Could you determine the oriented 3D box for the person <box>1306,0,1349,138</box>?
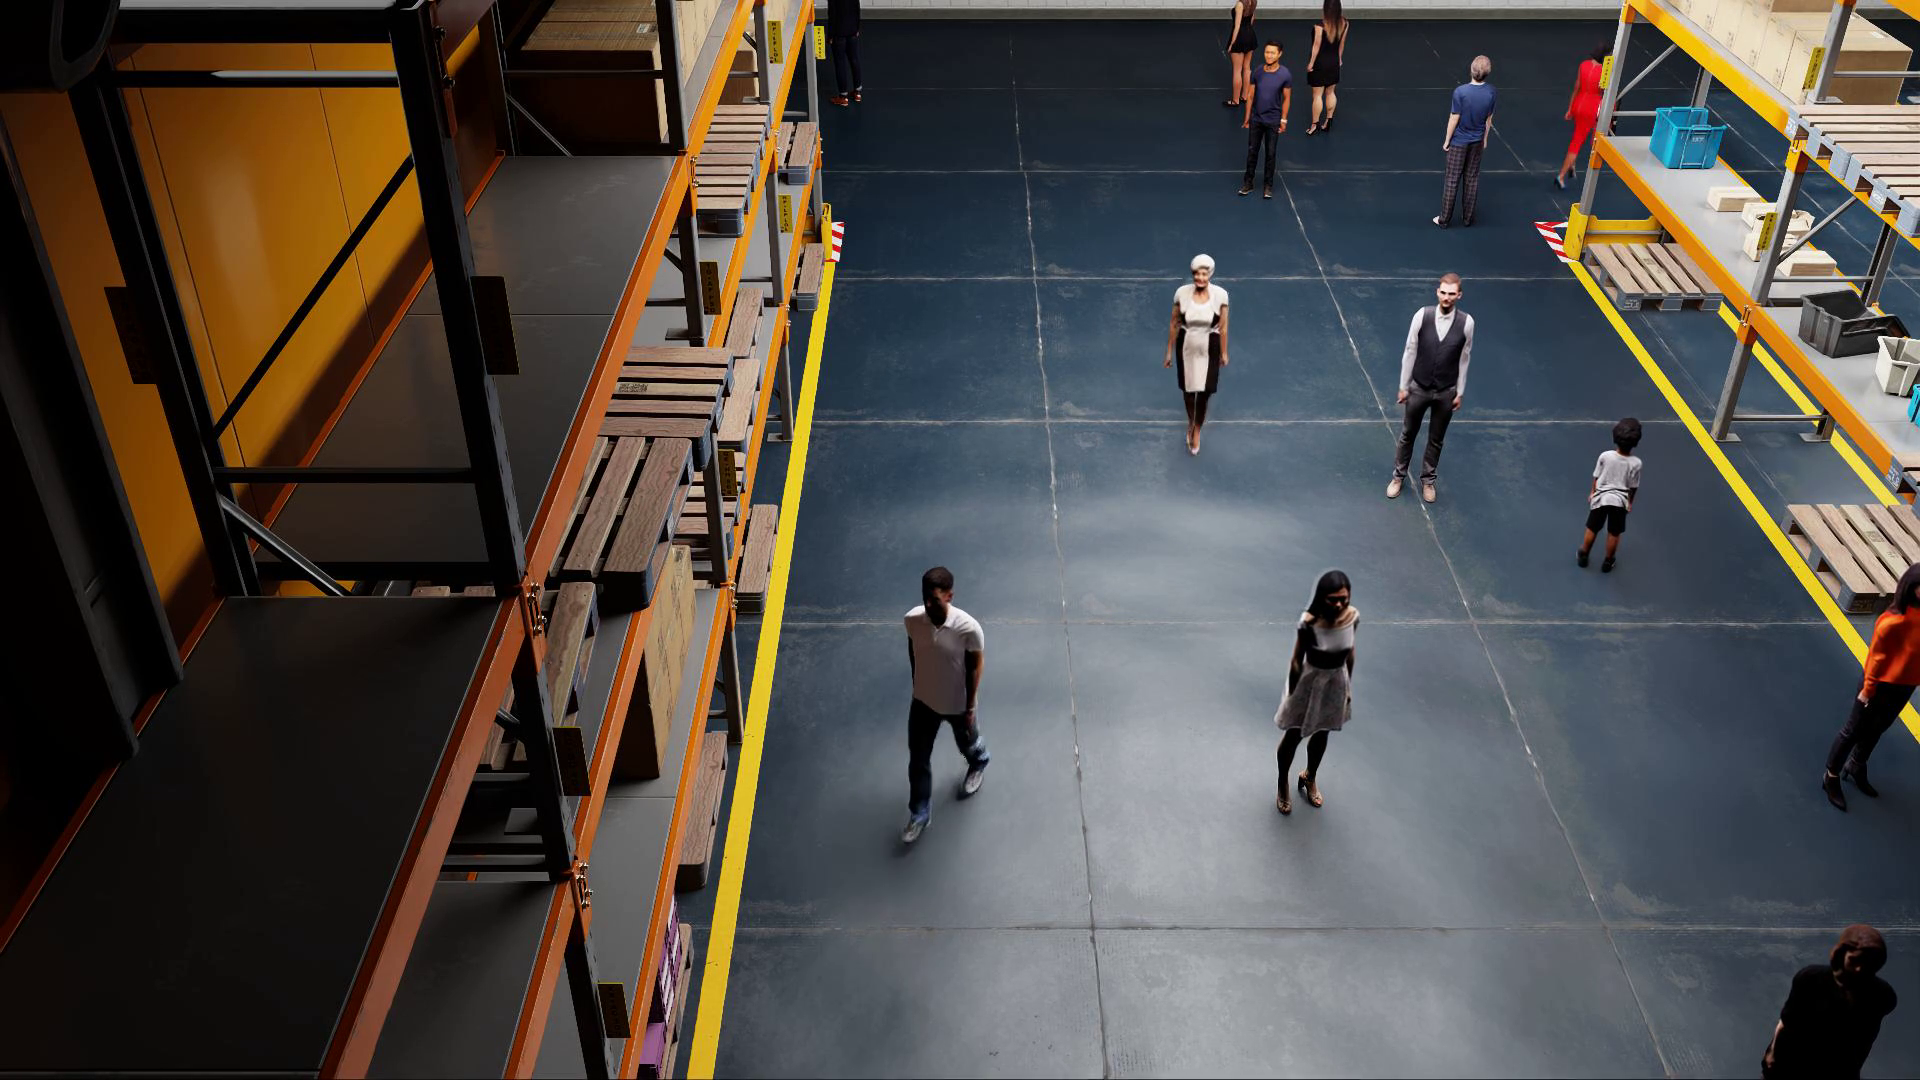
[{"bbox_3d":[4.465,-5.800,20.309,0.764,1.717,0.772,-18,37,-25],"label":"person"}]

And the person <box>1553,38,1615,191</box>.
[{"bbox_3d":[6.990,-4.759,18.739,0.878,1.722,0.849,-21,39,-29],"label":"person"}]

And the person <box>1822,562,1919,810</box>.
[{"bbox_3d":[5.703,0.877,10.236,0.701,1.748,0.693,-14,36,-20],"label":"person"}]

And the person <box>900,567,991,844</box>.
[{"bbox_3d":[-0.049,0.915,10.110,0.950,1.824,1.230,12,36,18],"label":"person"}]

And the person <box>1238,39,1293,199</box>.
[{"bbox_3d":[3.432,-4.735,18.638,0.712,1.793,0.666,13,36,18],"label":"person"}]

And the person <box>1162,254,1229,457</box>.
[{"bbox_3d":[2.017,-1.602,13.975,0.772,1.738,0.812,11,35,16],"label":"person"}]

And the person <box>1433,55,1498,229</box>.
[{"bbox_3d":[5.451,-4.279,17.882,0.685,1.871,0.568,-4,34,-6],"label":"person"}]

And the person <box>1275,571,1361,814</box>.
[{"bbox_3d":[2.183,0.930,10.133,0.712,1.773,0.714,-8,34,-12],"label":"person"}]

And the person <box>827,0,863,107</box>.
[{"bbox_3d":[-1.485,-6.503,21.276,0.777,1.818,0.836,-29,43,-36],"label":"person"}]

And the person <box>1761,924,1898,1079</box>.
[{"bbox_3d":[4.053,2.448,7.910,0.645,1.706,0.602,10,35,15],"label":"person"}]

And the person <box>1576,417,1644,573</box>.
[{"bbox_3d":[4.905,-0.335,12.504,0.550,1.255,0.577,14,36,21],"label":"person"}]

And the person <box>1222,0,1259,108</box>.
[{"bbox_3d":[3.602,-6.385,21.227,0.739,1.675,0.673,27,42,34],"label":"person"}]

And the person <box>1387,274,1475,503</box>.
[{"bbox_3d":[3.760,-1.226,13.228,0.720,1.938,0.650,8,35,12],"label":"person"}]
